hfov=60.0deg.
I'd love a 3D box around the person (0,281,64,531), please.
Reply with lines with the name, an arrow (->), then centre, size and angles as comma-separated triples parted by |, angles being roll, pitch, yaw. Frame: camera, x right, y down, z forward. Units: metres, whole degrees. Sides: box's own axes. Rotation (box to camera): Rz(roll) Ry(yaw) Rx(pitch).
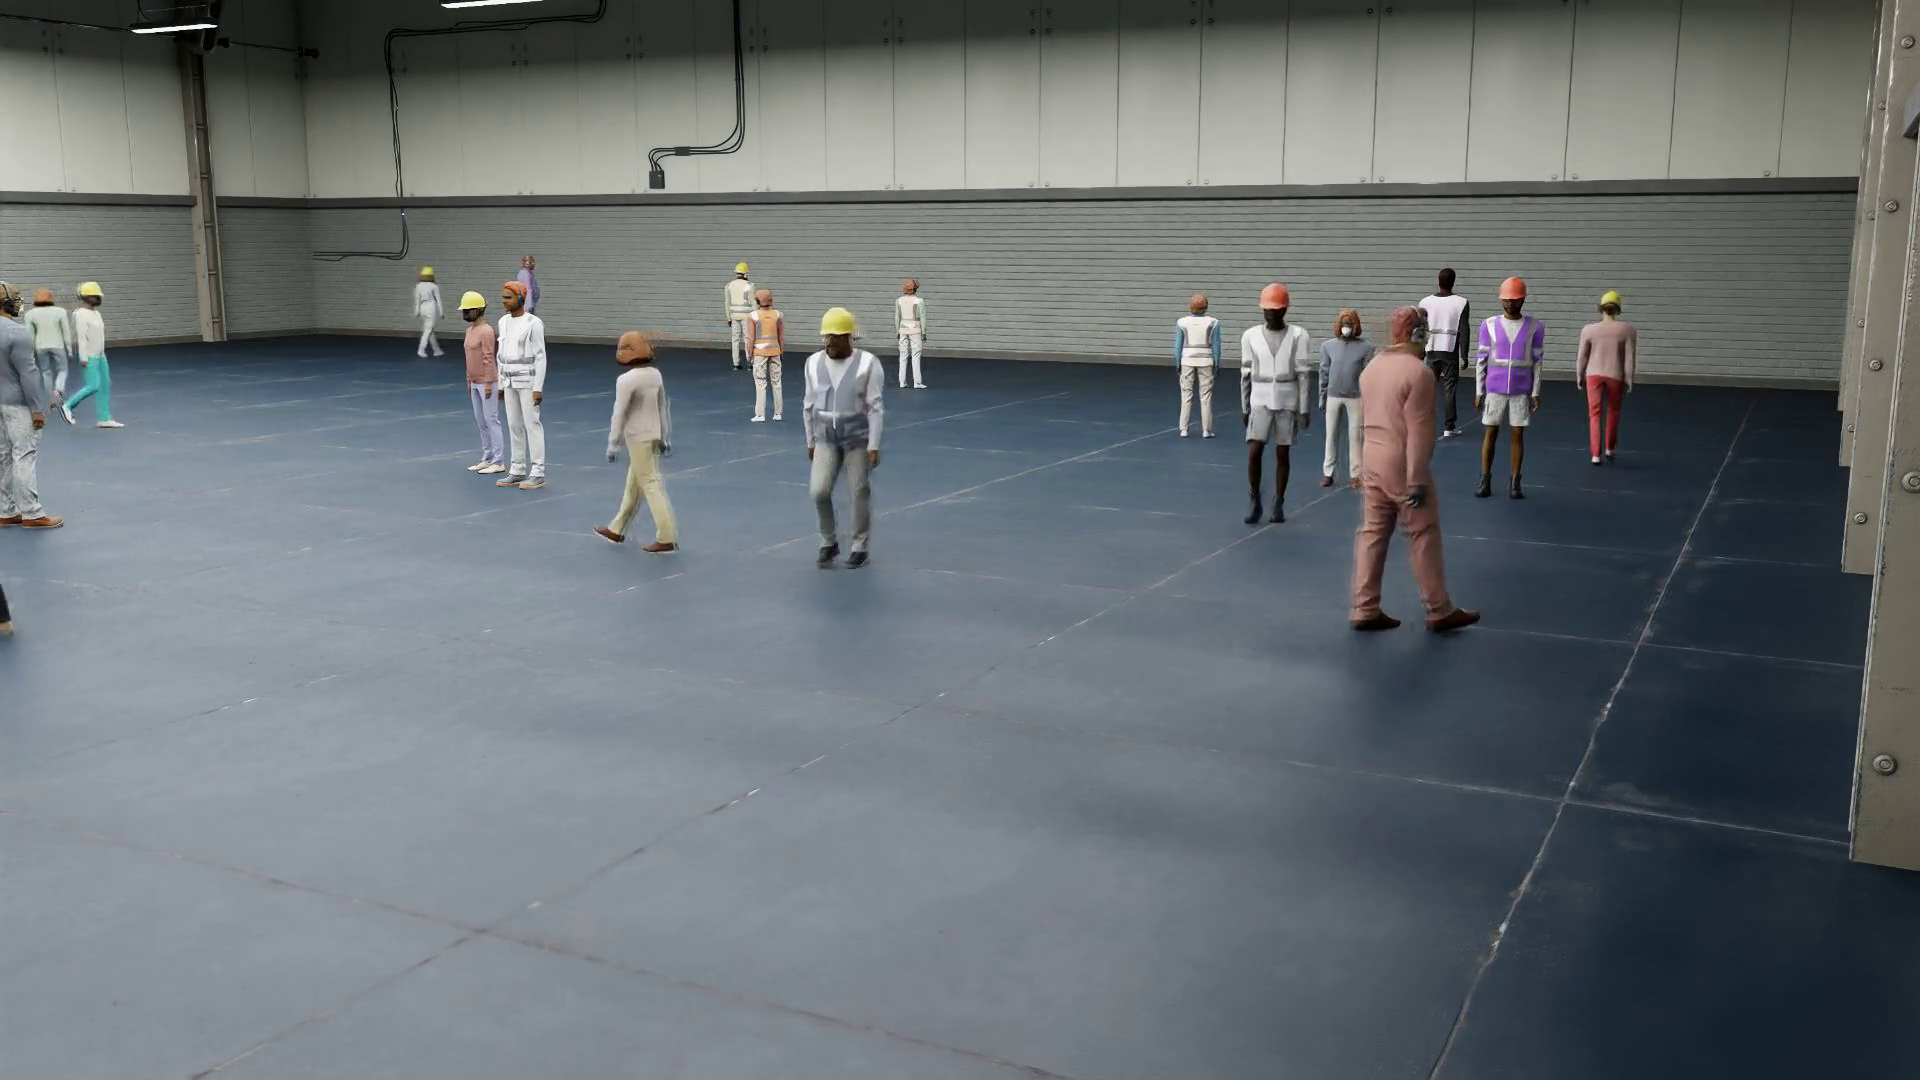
person -> -7.379, -1.036, 12.972 | 0.631, 1.940, 0.372 | 5, 12, 26

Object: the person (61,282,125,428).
person -> -10.368, -2.197, 19.791 | 0.574, 1.748, 0.531 | -1, 10, -3

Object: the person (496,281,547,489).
person -> -4.005, -1.404, 15.132 | 0.584, 1.882, 0.349 | 7, 13, 34

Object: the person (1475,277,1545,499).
person -> 4.789, -1.320, 14.524 | 0.551, 1.935, 0.375 | 3, 11, 18

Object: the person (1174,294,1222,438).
person -> 2.696, -1.966, 18.871 | 0.541, 1.637, 0.312 | 2, 11, 12

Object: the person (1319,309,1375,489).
person -> 3.510, -1.283, 15.154 | 0.498, 1.632, 0.280 | 4, 11, 23

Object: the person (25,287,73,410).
person -> -11.973, -2.512, 21.869 | 0.527, 1.618, 0.443 | -4, 11, -21

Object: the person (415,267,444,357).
person -> -10.071, -4.315, 31.505 | 0.500, 1.699, 0.901 | 3, 11, 17

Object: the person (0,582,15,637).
person -> -5.830, -0.286, 9.242 | 0.924, 1.801, 0.542 | -7, 12, -34

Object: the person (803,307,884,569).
person -> -0.803, -0.687, 11.419 | 0.608, 1.812, 0.497 | 3, 11, 14

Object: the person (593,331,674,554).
person -> -2.413, -0.705, 12.072 | 0.801, 1.592, 0.523 | 4, 11, 20

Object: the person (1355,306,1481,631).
person -> 2.654, -0.403, 9.653 | 0.767, 1.881, 0.678 | -4, 11, -20

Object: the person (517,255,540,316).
person -> -8.393, -4.590, 32.440 | 0.400, 1.907, 0.644 | -4, 11, -22

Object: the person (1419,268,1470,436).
person -> 5.547, -2.151, 19.100 | 0.597, 1.920, 0.379 | 7, 13, 34

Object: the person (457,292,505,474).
person -> -4.648, -1.517, 16.094 | 0.346, 1.756, 0.518 | -9, 14, -39

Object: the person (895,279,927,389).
person -> -0.735, -3.086, 24.966 | 0.523, 1.639, 0.306 | 6, 12, 28

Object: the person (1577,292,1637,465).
person -> 6.540, -1.646, 16.859 | 0.551, 1.717, 0.882 | 4, 11, 21

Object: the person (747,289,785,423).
person -> -2.388, -2.263, 20.487 | 0.512, 1.638, 0.307 | -7, 12, -33

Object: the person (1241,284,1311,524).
person -> 2.496, -1.061, 13.185 | 0.565, 1.915, 0.624 | 3, 11, 13

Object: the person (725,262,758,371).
person -> -3.695, -3.795, 28.303 | 0.589, 1.835, 0.404 | 4, 11, 21
